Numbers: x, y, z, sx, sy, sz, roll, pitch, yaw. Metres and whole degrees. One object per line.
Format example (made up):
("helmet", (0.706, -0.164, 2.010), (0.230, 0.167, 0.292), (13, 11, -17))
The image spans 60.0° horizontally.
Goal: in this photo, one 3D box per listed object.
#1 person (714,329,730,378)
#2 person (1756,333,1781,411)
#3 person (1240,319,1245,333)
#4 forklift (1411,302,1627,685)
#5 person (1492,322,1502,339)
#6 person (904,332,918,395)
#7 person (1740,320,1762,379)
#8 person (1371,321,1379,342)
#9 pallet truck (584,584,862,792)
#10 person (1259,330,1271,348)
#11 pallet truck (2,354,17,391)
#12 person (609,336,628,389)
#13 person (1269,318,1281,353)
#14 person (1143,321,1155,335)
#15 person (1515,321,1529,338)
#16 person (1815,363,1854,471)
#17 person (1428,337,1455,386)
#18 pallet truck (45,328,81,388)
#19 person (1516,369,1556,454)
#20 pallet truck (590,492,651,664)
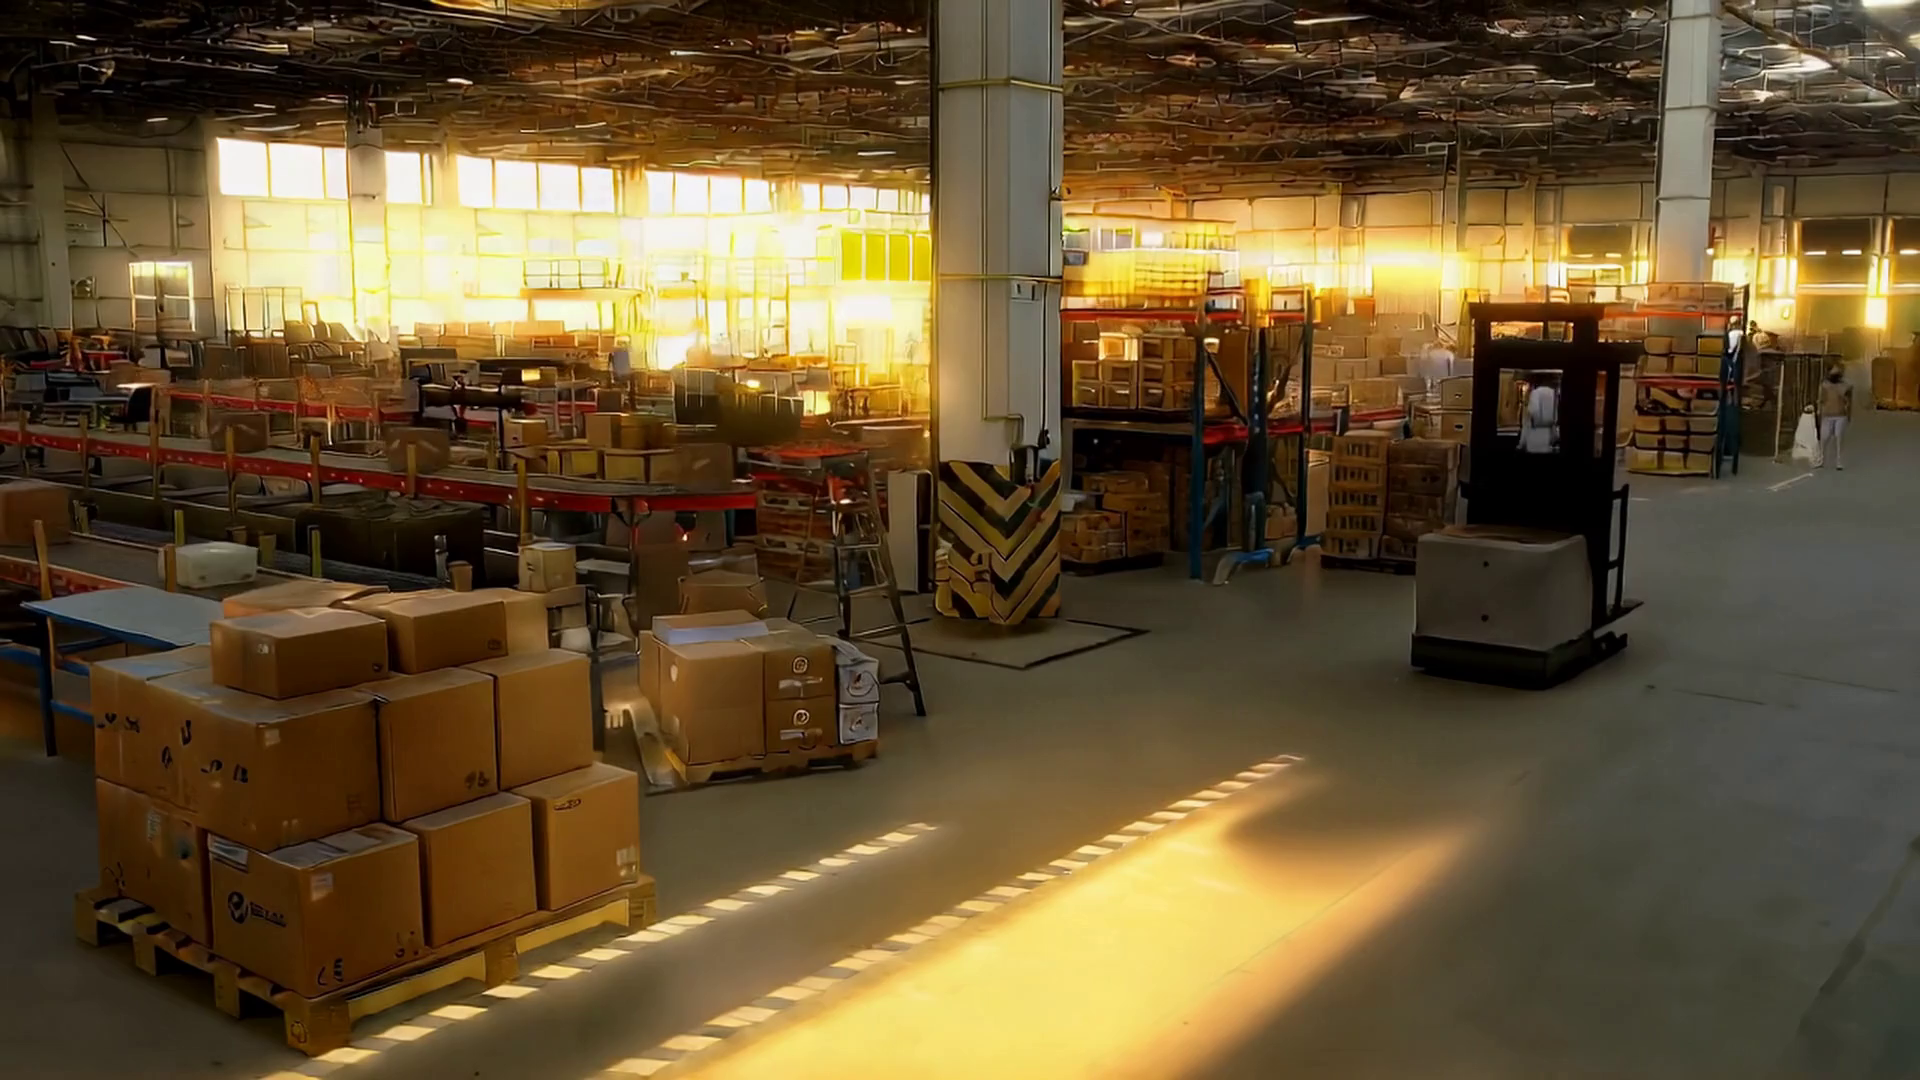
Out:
("person", (-8.018, -6.220, 55.794), (0.917, 1.686, 0.510), (6, 11, 37))
("person", (19.574, -4.025, 40.208), (0.609, 1.940, 0.876), (-2, 9, -16))
("person", (15.041, -11.108, 88.417), (0.952, 1.790, 0.651), (4, 9, 23))
("forklift", (4.379, -0.438, 12.852), (1.129, 2.768, 1.873), (7, 11, 37))
("person", (18.680, -6.678, 58.236), (0.980, 1.885, 0.575), (2, 9, 16))
("person", (-1.353, -5.029, 47.415), (0.656, 1.817, 0.596), (4, 9, 27))
("person", (26.684, -6.455, 56.227), (0.825, 2.000, 0.711), (-2, 9, -11))
("person", (15.269, -7.147, 61.470), (0.428, 1.866, 0.598), (-3, 9, -20))
("pallet truck", (-1.426, 0.805, 10.019), (1.601, 1.201, 0.680), (-4, 9, -26))
("person", (13.155, -8.651, 71.719), (0.528, 1.836, 0.508), (3, 9, 21))
("pallet truck", (-24.881, -4.417, 42.634), (1.885, 1.965, 0.823), (8, 11, 41))
("person", (-8.233, -3.961, 39.946), (1.016, 1.877, 0.577), (8, 11, 42))
("person", (12.407, -7.766, 65.477), (0.379, 1.917, 0.591), (-4, 9, -25))
("person", (6.787, -6.776, 58.809), (0.579, 1.911, 0.750), (-5, 10, -32))
("person", (26.078, -9.496, 77.162), (0.620, 1.923, 0.854), (2, 9, 12))
("person", (14.302, -2.015, 27.222), (0.530, 1.768, 0.312), (5, 10, 30))
("person", (11.027, -3.700, 38.142), (0.662, 1.891, 0.642), (7, 11, 38))
("pallet truck", (-23.775, -4.544, 43.495), (1.885, 1.965, 0.823), (6, 10, 35))
("person", (7.583, -1.302, 21.634), (0.993, 2.008, 0.611), (6, 11, 37))
("pallet truck", (-3.115, 0.344, 12.883), (0.653, 1.274, 1.630), (7, 11, 37))
